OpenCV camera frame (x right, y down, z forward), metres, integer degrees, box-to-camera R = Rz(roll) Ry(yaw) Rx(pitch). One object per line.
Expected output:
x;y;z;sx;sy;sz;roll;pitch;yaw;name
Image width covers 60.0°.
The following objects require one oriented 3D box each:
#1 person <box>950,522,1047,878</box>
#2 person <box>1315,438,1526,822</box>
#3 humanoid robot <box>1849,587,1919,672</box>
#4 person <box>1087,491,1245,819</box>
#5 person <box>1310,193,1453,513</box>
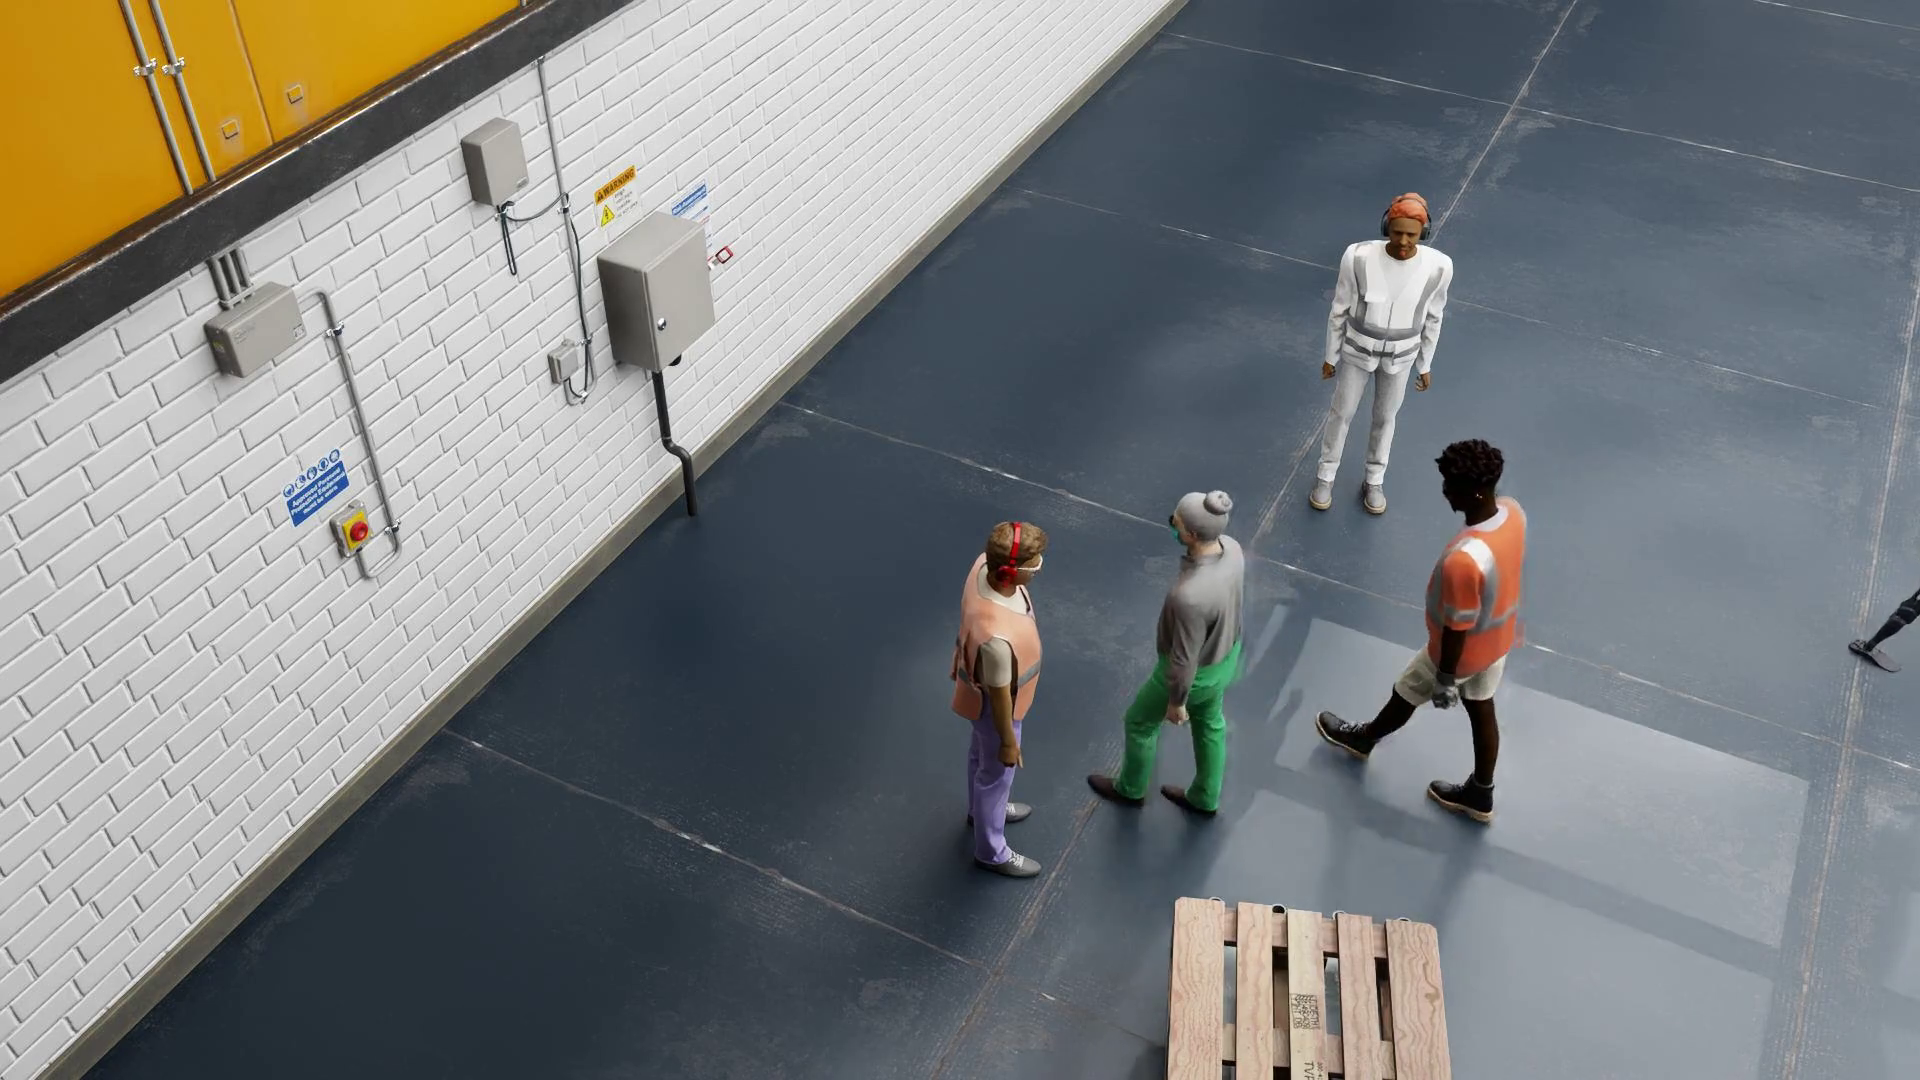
0.153;0.656;6.876;0.391;1.837;0.562;-2;41;-3;person
2.082;0.374;7.142;0.954;1.905;0.618;30;49;30;person
4.757;0.047;7.716;0.599;1.636;0.656;-31;50;-31;humanoid robot
0.899;0.467;7.105;0.718;1.824;0.527;25;46;26;person
2.191;-0.955;8.710;0.573;1.882;0.355;6;41;7;person
